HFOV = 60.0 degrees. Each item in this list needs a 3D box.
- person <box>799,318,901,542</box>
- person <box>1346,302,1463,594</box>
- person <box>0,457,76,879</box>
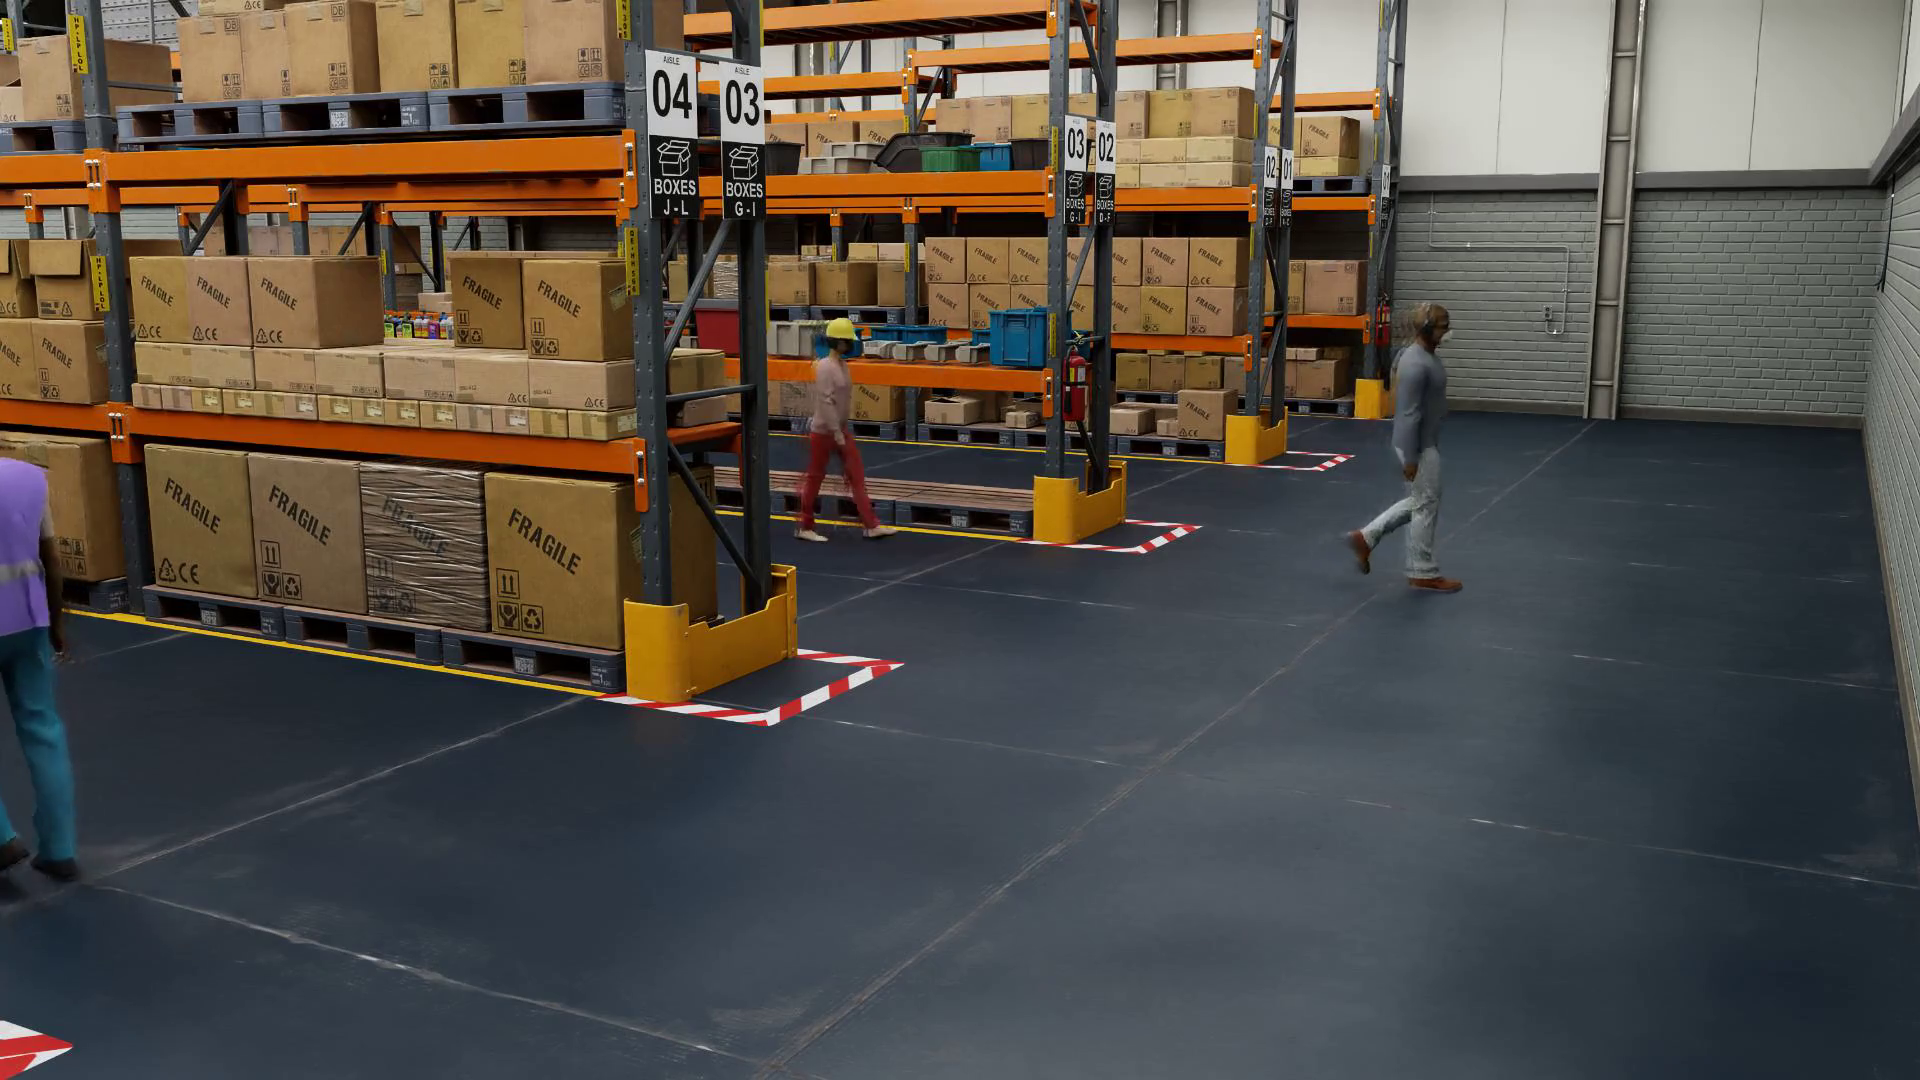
[{"bbox_3d":[-0.868,-0.813,12.654,0.873,1.725,0.527,4,11,23],"label":"person"},{"bbox_3d":[2.973,-0.608,10.983,0.709,1.924,0.638,4,11,22],"label":"person"},{"bbox_3d":[-3.478,0.356,5.996,0.462,1.819,0.615,7,13,34],"label":"person"}]
